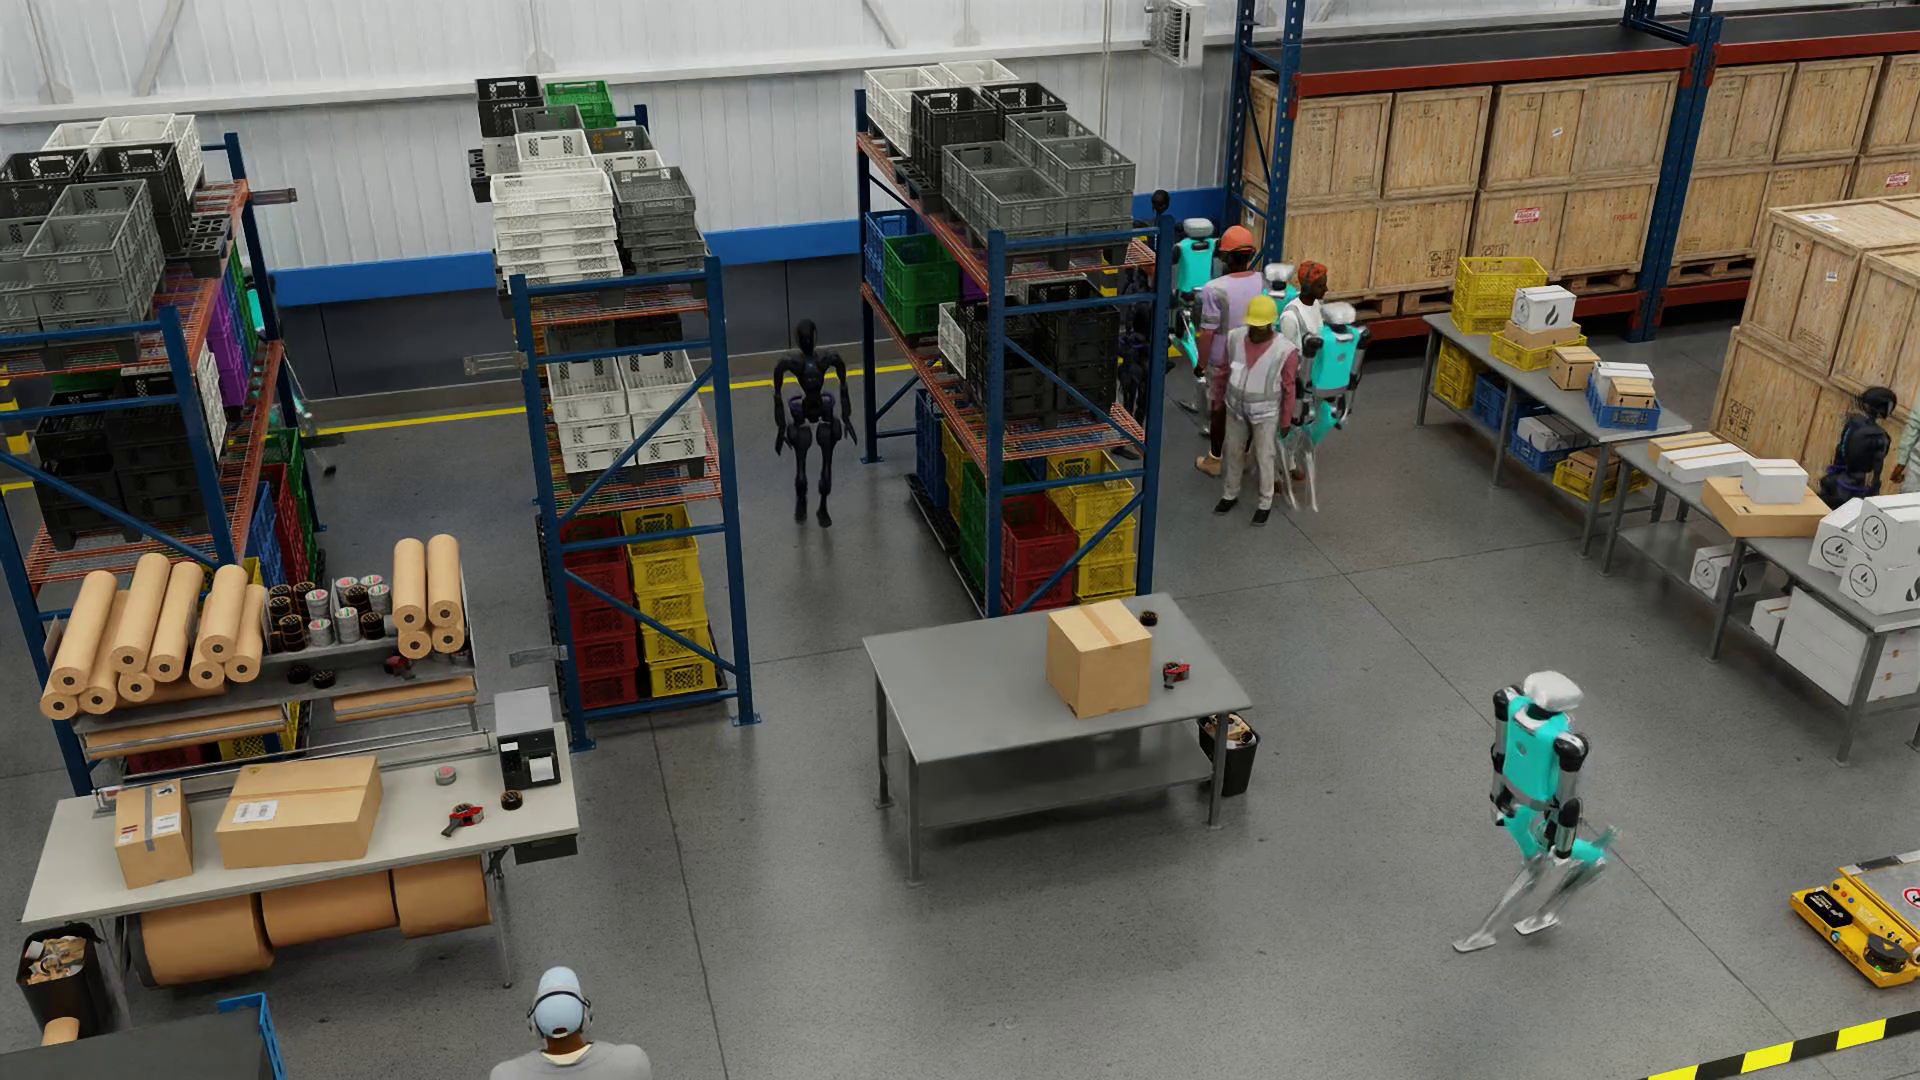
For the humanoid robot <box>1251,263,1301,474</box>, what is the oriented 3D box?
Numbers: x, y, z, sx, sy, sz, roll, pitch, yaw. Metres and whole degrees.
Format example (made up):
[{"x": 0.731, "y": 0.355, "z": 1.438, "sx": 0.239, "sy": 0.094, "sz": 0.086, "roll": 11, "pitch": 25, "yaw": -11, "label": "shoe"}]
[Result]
[{"x": 2.486, "y": -1.398, "z": 13.184, "sx": 0.543, "sy": 1.799, "sz": 0.747, "roll": 7, "pitch": 30, "yaw": 13, "label": "humanoid robot"}]

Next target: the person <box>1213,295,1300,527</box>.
[{"x": 2.171, "y": -0.962, "z": 12.298, "sx": 0.600, "sy": 1.819, "sz": 0.404, "roll": 19, "pitch": 34, "yaw": 30, "label": "person"}]

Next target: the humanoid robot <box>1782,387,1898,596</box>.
[{"x": 6.047, "y": -0.285, "z": 11.250, "sx": 0.746, "sy": 1.632, "sz": 0.600, "roll": 0, "pitch": 29, "yaw": 1, "label": "humanoid robot"}]

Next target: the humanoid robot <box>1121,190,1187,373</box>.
[{"x": 1.744, "y": -2.321, "z": 14.907, "sx": 0.599, "sy": 1.657, "sz": 0.315, "roll": 7, "pitch": 29, "yaw": 12, "label": "humanoid robot"}]

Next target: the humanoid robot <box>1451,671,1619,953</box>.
[{"x": 2.951, "y": 1.347, "z": 8.190, "sx": 0.821, "sy": 1.770, "sz": 0.557, "roll": -14, "pitch": 32, "yaw": -23, "label": "humanoid robot"}]

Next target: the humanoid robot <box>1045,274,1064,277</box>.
[{"x": 0.564, "y": -1.813, "z": 13.948, "sx": 1.038, "sy": 1.741, "sz": 0.565, "roll": 16, "pitch": 32, "yaw": 26, "label": "humanoid robot"}]

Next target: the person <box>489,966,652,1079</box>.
[{"x": -1.402, "y": 2.348, "z": 6.245, "sx": 0.588, "sy": 1.852, "sz": 0.374, "roll": -7, "pitch": 29, "yaw": -12, "label": "person"}]

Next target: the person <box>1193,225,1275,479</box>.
[{"x": 2.114, "y": -1.455, "z": 12.977, "sx": 0.604, "sy": 2.035, "sz": 0.386, "roll": -8, "pitch": 30, "yaw": -15, "label": "person"}]

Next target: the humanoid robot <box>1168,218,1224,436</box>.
[{"x": 2.056, "y": -1.720, "z": 13.791, "sx": 0.529, "sy": 1.768, "sz": 0.904, "roll": -11, "pitch": 31, "yaw": -19, "label": "humanoid robot"}]

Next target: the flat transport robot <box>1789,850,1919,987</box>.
[{"x": 5.163, "y": 1.916, "z": 8.676, "sx": 1.431, "sy": 0.231, "sz": 0.659, "roll": -8, "pitch": 30, "yaw": -14, "label": "flat transport robot"}]

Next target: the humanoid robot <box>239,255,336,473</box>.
[{"x": -5.332, "y": -1.277, "z": 13.072, "sx": 0.767, "sy": 1.886, "sz": 0.550, "roll": 16, "pitch": 33, "yaw": 27, "label": "humanoid robot"}]

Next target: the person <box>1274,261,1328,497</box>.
[{"x": 2.580, "y": -1.235, "z": 12.742, "sx": 0.339, "sy": 1.877, "sz": 0.572, "roll": 18, "pitch": 34, "yaw": 30, "label": "person"}]

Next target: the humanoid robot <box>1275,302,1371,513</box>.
[{"x": 2.622, "y": -1.005, "z": 12.486, "sx": 0.539, "sy": 1.798, "sz": 0.753, "roll": -10, "pitch": 30, "yaw": -17, "label": "humanoid robot"}]

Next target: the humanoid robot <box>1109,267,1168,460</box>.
[{"x": 1.444, "y": -1.459, "z": 13.351, "sx": 0.319, "sy": 1.650, "sz": 0.604, "roll": 18, "pitch": 34, "yaw": 30, "label": "humanoid robot"}]

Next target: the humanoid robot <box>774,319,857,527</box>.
[{"x": -1.064, "y": -0.853, "z": 12.255, "sx": 0.609, "sy": 1.648, "sz": 0.330, "roll": -6, "pitch": 29, "yaw": -11, "label": "humanoid robot"}]

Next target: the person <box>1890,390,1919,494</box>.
[{"x": 6.672, "y": -0.466, "z": 11.281, "sx": 0.412, "sy": 1.939, "sz": 0.613, "roll": -25, "pitch": 37, "yaw": -37, "label": "person"}]
